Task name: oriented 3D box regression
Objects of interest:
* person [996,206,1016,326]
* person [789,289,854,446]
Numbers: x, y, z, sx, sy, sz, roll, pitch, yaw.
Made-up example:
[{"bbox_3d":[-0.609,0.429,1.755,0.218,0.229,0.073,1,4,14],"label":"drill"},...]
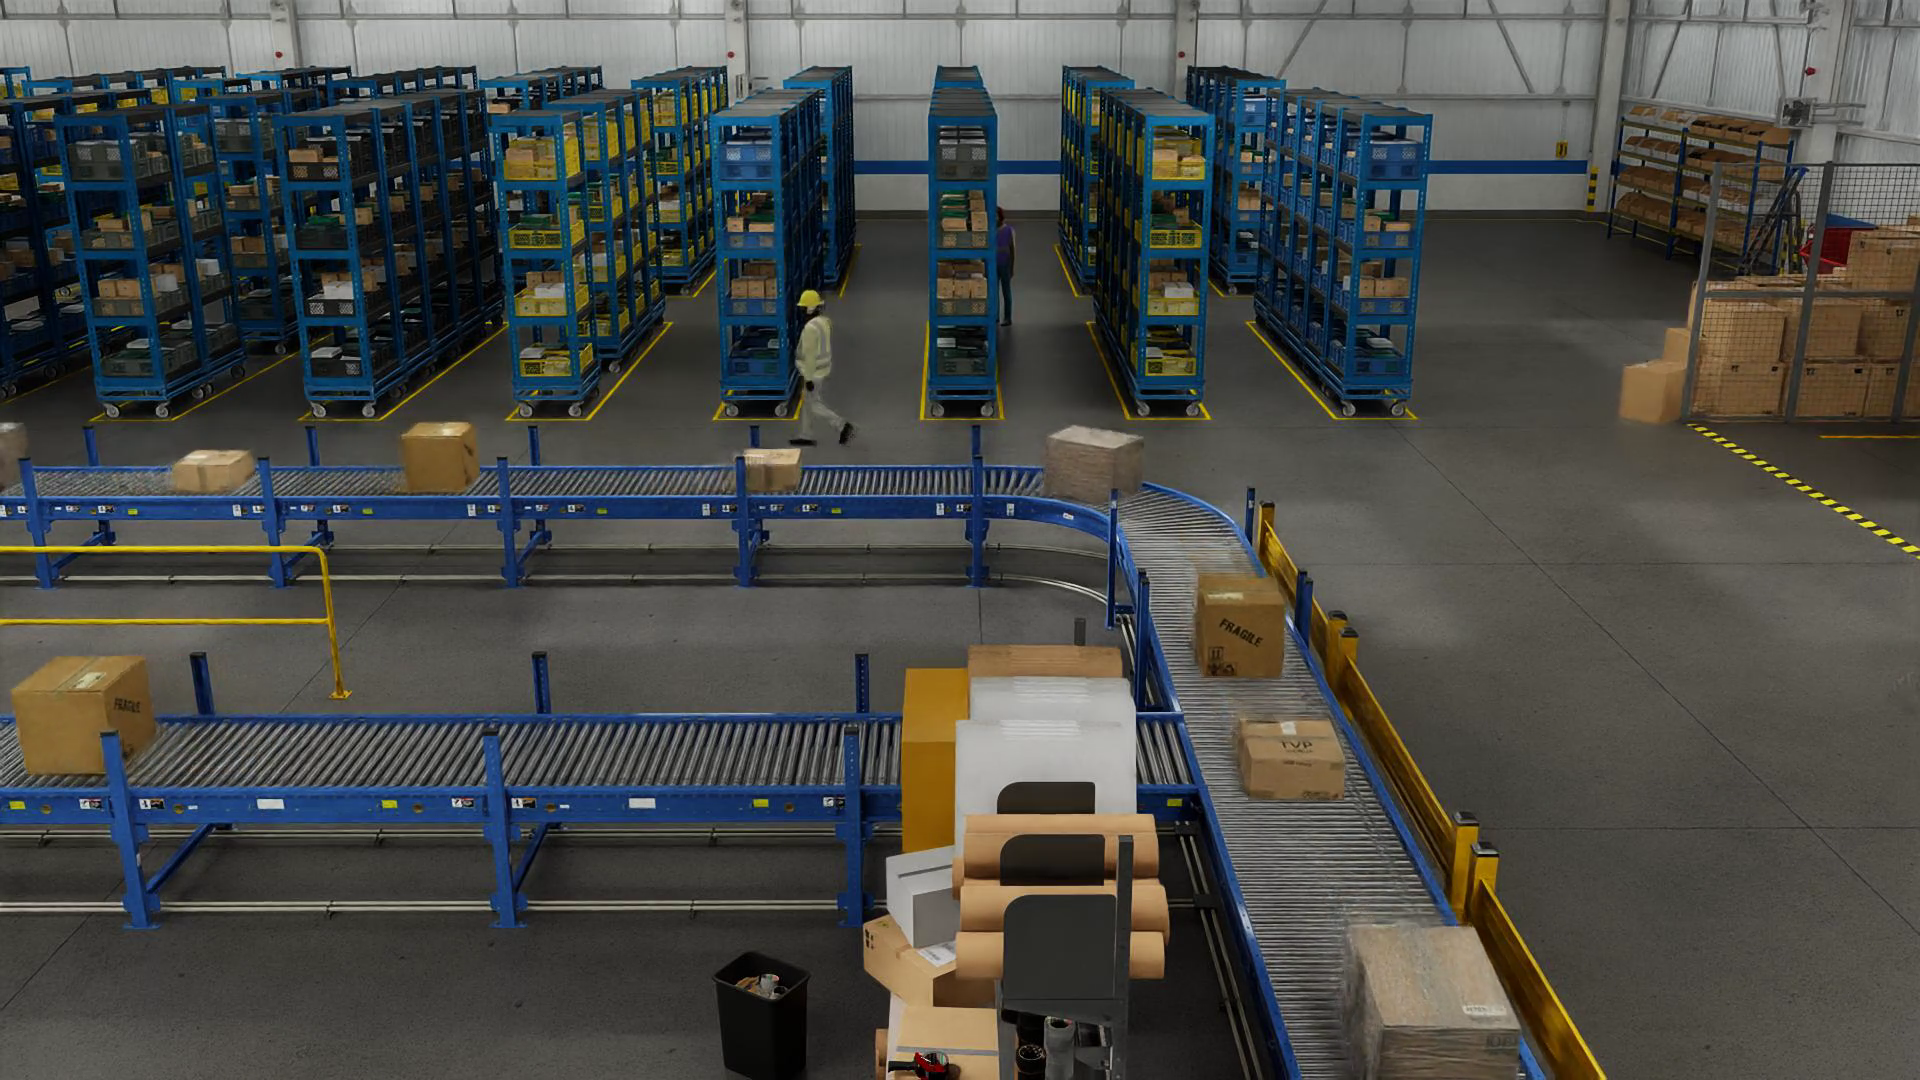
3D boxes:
[{"bbox_3d":[0.613,-4.246,25.757,0.577,1.831,0.396,11,21,30],"label":"person"},{"bbox_3d":[-1.570,-1.895,18.546,0.698,1.811,0.603,2,18,6],"label":"person"}]
